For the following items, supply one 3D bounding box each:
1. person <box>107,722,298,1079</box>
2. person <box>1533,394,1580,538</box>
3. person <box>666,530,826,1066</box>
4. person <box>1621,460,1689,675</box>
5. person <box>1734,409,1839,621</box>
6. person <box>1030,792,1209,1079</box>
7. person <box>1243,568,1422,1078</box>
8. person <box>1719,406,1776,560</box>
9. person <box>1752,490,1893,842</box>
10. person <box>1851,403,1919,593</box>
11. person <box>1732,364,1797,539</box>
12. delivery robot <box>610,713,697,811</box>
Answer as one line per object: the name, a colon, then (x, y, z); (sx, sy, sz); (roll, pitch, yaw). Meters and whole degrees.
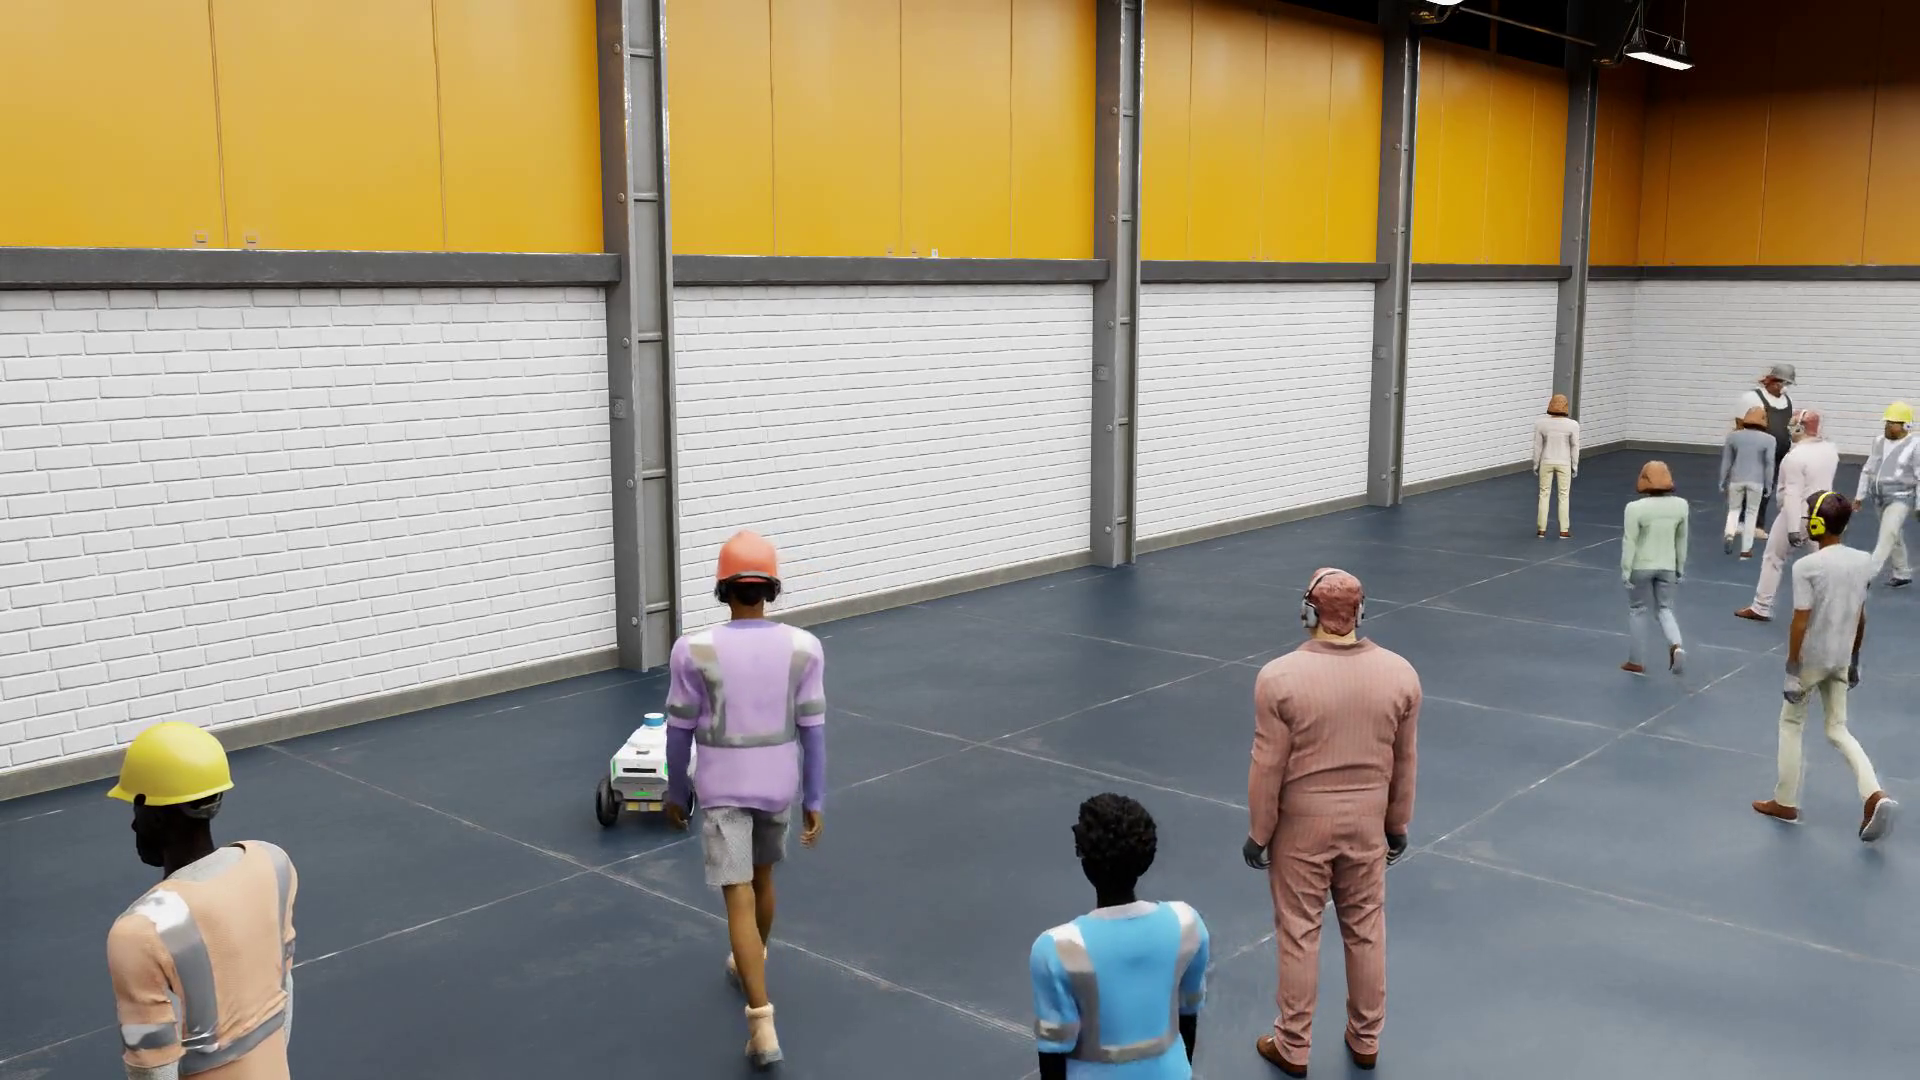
person: (-1.829, 1.382, 4.035); (0.368, 1.928, 0.585); (2, 9, 11)
person: (6.755, -0.833, 18.863); (0.498, 1.633, 0.282); (5, 10, 26)
person: (-0.812, 0.965, 6.464); (0.605, 2.003, 1.055); (-4, 10, -24)
person: (5.120, 0.223, 12.251); (0.512, 1.620, 0.525); (-1, 9, -5)
person: (7.156, -0.179, 14.050); (0.640, 1.864, 0.975); (-5, 10, -27)
person: (0.432, 1.475, 4.310); (0.531, 1.665, 0.868); (-4, 10, -21)
person: (1.365, 1.048, 6.204); (0.654, 1.904, 0.407); (-2, 9, -11)
person: (8.206, -0.590, 17.378); (0.541, 1.611, 0.450); (7, 11, 38)
person: (4.613, 0.660, 8.811); (0.524, 1.848, 0.782); (-2, 9, -14)
person: (8.673, -0.391, 15.604); (0.925, 1.785, 0.603); (-2, 9, -15)
person: (9.087, -1.015, 18.731); (0.729, 2.000, 0.546); (-3, 9, -17)
delivery robot: (-1.685, 1.199, 9.184); (0.477, 0.478, 0.707); (0, 9, 3)
